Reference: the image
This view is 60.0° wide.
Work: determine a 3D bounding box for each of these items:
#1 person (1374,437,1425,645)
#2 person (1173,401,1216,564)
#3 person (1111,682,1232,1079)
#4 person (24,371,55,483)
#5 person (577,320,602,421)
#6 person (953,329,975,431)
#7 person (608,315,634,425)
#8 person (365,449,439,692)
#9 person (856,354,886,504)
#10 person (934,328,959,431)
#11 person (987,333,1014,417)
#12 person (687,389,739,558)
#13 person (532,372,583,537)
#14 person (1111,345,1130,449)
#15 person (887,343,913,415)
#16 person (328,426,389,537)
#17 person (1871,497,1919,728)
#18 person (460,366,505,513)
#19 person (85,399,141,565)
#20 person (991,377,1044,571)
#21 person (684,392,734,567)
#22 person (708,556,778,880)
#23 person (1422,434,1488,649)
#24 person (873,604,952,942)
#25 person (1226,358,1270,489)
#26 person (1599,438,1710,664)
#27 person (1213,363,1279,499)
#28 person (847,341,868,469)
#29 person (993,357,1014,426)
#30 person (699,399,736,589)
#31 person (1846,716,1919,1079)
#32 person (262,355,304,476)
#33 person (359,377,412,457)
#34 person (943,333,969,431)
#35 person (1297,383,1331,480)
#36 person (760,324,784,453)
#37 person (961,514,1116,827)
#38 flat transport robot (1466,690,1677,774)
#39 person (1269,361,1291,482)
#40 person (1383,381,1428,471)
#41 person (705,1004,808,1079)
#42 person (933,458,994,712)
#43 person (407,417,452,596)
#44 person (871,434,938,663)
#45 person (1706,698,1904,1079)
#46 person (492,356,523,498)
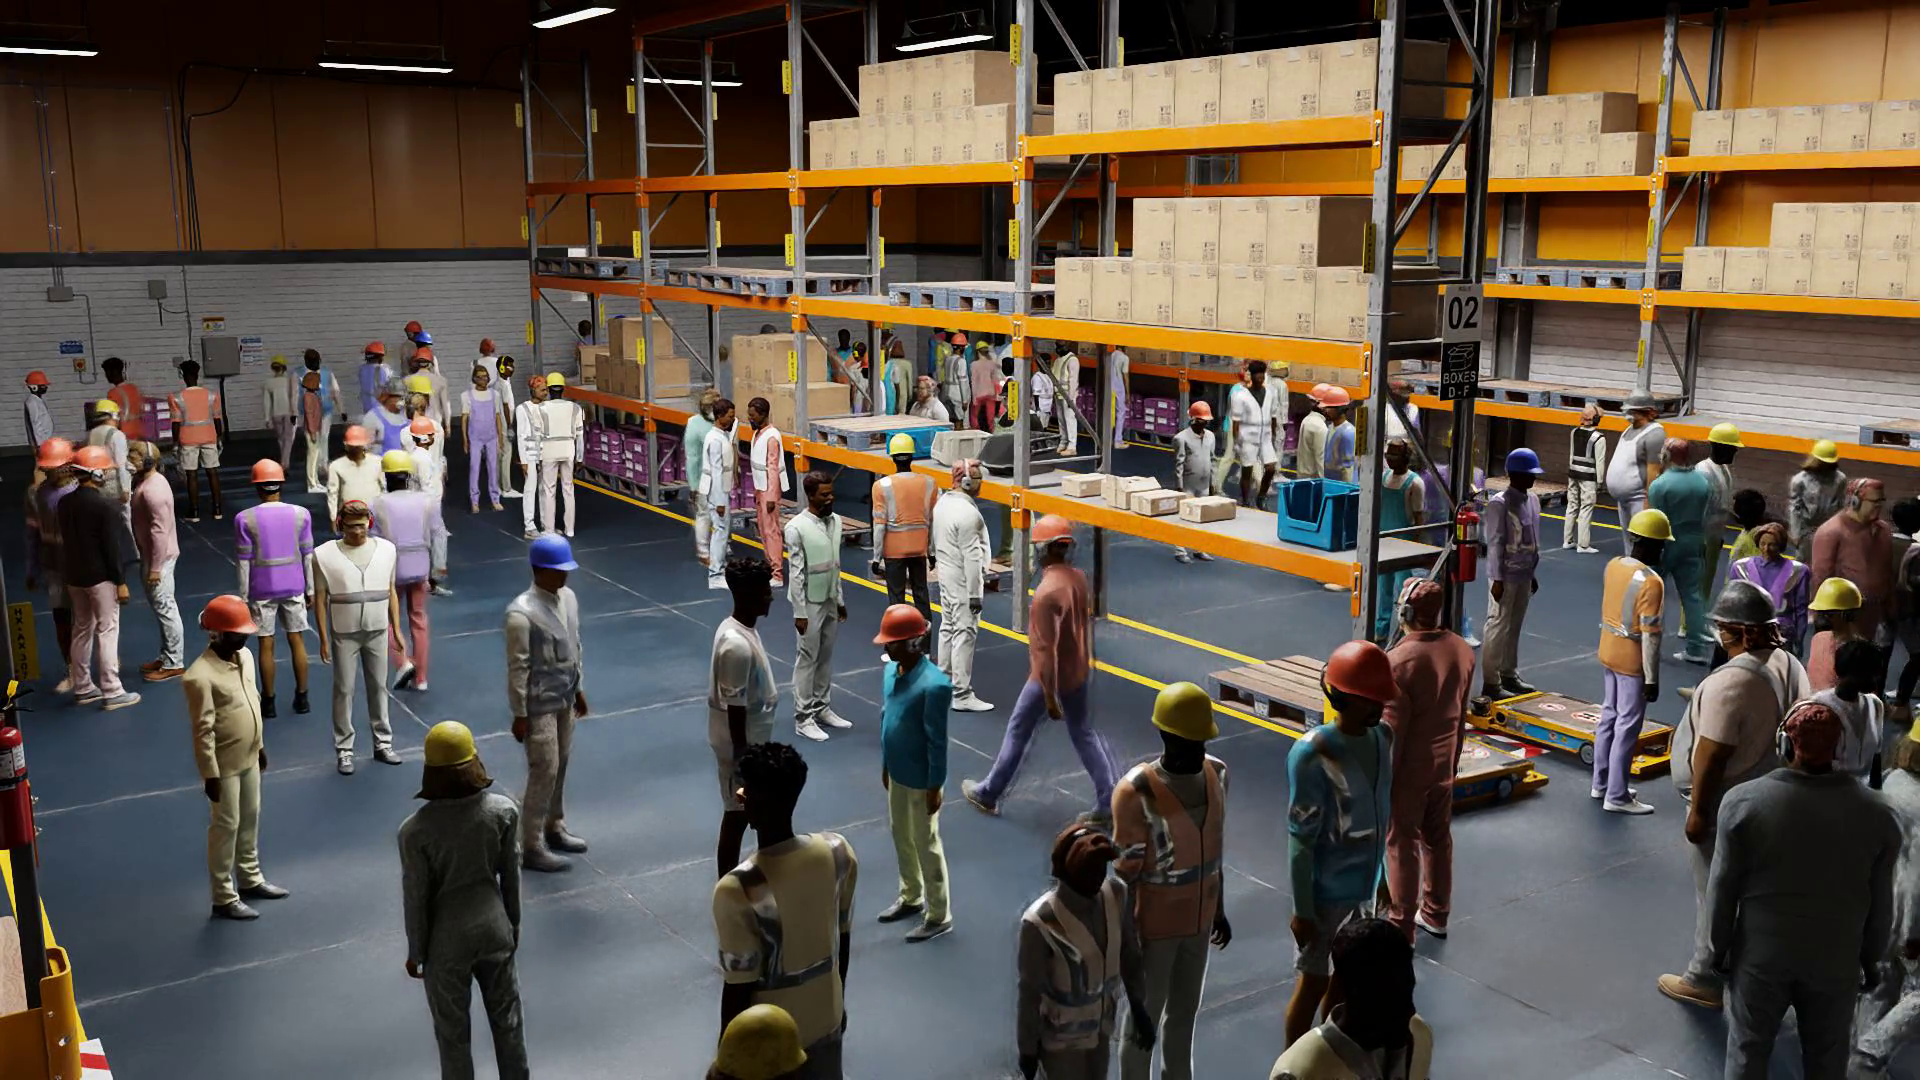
[{"bbox_3d":[3.700,0.040,14.148,0.345,1.846,0.507,-7,13,-32],"label":"person"},{"bbox_3d":[2.525,-0.614,17.758,0.567,1.744,0.350,-7,13,-33],"label":"person"},{"bbox_3d":[0.852,1.484,6.549,0.595,1.925,0.373,-9,14,-38],"label":"person"},{"bbox_3d":[-11.615,-1.264,21.054,0.337,1.749,0.574,-5,12,-25],"label":"person"},{"bbox_3d":[-6.343,-2.801,28.474,0.366,1.933,0.627,4,12,18],"label":"person"},{"bbox_3d":[0.040,-2.739,28.381,0.429,1.844,0.626,-10,15,-43],"label":"person"},{"bbox_3d":[-6.054,-3.021,29.575,0.399,1.939,0.602,-4,12,-21],"label":"person"},{"bbox_3d":[-4.316,0.251,12.894,0.591,1.916,0.432,-9,14,-37],"label":"person"},{"bbox_3d":[-1.145,-1.436,21.474,0.378,1.932,0.551,1,11,4],"label":"person"},{"bbox_3d":[-0.213,-2.745,28.241,0.425,1.911,0.644,7,13,30],"label":"person"},{"bbox_3d":[0.690,-2.567,27.339,0.623,1.907,0.415,7,13,33],"label":"person"},{"bbox_3d":[-2.679,-0.732,18.098,0.566,1.846,0.389,-3,11,-14],"label":"person"},{"bbox_3d":[-4.631,-0.969,19.156,0.590,1.911,0.397,-7,13,-31],"label":"person"},{"bbox_3d":[2.520,-2.356,26.457,0.351,1.834,0.518,-7,13,-33],"label":"person"},{"bbox_3d":[-1.030,-2.423,27.346,0.511,1.625,0.413,1,11,5],"label":"person"},{"bbox_3d":[-5.723,-0.233,15.900,0.580,1.702,0.886,-4,12,-21],"label":"person"},{"bbox_3d":[6.833,0.518,12.101,0.378,1.687,0.558,-3,12,-17],"label":"person"},{"bbox_3d":[-5.969,-1.255,20.806,0.522,1.842,0.350,-7,13,-32],"label":"person"},{"bbox_3d":[-8.872,-0.583,17.491,0.617,1.782,0.818,4,12,21],"label":"person"},{"bbox_3d":[0.539,-0.682,17.340,0.536,2.000,0.676,-7,13,-32],"label":"person"},{"bbox_3d":[-2.635,-0.632,17.450,0.537,1.898,0.662,9,14,38],"label":"person"},{"bbox_3d":[-1.135,1.044,8.737,0.373,1.960,0.607,-1,11,-5],"label":"person"},{"bbox_3d":[4.299,-0.044,14.518,0.601,1.883,0.984,-5,12,-24],"label":"person"},{"bbox_3d":[-0.262,1.180,8.588,0.354,1.737,0.576,-7,13,-31],"label":"person"},{"bbox_3d":[3.897,-1.621,22.611,0.866,1.852,0.600,9,14,38],"label":"person"},{"bbox_3d":[5.931,0.067,13.995,0.651,1.849,1.000,-4,12,-21],"label":"person"},{"bbox_3d":[3.711,-1.397,21.645,0.943,1.791,0.569,7,13,30],"label":"person"},{"bbox_3d":[-1.460,-1.975,24.394,0.328,1.875,0.513,10,15,41],"label":"person"},{"bbox_3d":[0.691,-1.768,23.778,0.536,1.700,0.318,-9,14,-39],"label":"person"},{"bbox_3d":[-2.388,-0.456,16.542,0.408,1.907,0.598,-1,11,-4],"label":"person"},{"bbox_3d":[3.937,1.523,6.878,0.368,1.723,0.486,1,11,7],"label":"person"},{"bbox_3d":[-9.702,-1.782,23.834,0.524,1.735,0.881,-1,11,-3],"label":"person"},{"bbox_3d":[-6.243,-0.829,18.095,0.929,2.000,0.713,7,13,31],"label":"person"},{"bbox_3d":[-0.038,-2.170,25.247,0.387,1.930,0.545,-7,13,-31],"label":"person"},{"bbox_3d":[3.686,-0.626,17.209,0.406,1.986,0.618,0,11,-1],"label":"person"},{"bbox_3d":[-2.964,-2.364,25.949,0.535,2.000,0.709,-2,11,-12],"label":"person"},{"bbox_3d":[0.536,0.795,10.114,1.082,1.915,0.601,8,13,34],"label":"person"},{"bbox_3d":[4.334,1.314,11.670,0.652,0.197,1.431,-7,13,-33],"label":"flat transport robot"},{"bbox_3d":[4.448,-1.684,23.229,0.290,1.746,0.487,-4,12,-18],"label":"person"},{"bbox_3d":[5.127,-0.939,19.282,0.584,1.800,0.942,-7,13,-33],"label":"person"},{"bbox_3d":[-0.525,2.023,4.300,0.491,1.731,0.324,6,13,28],"label":"person"},{"bbox_3d":[0.039,0.330,12.511,0.401,1.906,0.651,-4,12,-21],"label":"person"},{"bbox_3d":[-5.209,-0.331,16.269,0.320,1.755,0.570,-6,12,-27],"label":"person"},{"bbox_3d":[-0.465,0.083,13.737,0.590,1.920,0.388,-5,12,-25],"label":"person"},{"bbox_3d":[3.188,1.538,6.359,0.642,1.900,0.401,4,12,19],"label":"person"},{"bbox_3d":[-5.987,-1.489,21.931,0.333,1.864,0.520,-6,13,-28],"label":"person"}]
